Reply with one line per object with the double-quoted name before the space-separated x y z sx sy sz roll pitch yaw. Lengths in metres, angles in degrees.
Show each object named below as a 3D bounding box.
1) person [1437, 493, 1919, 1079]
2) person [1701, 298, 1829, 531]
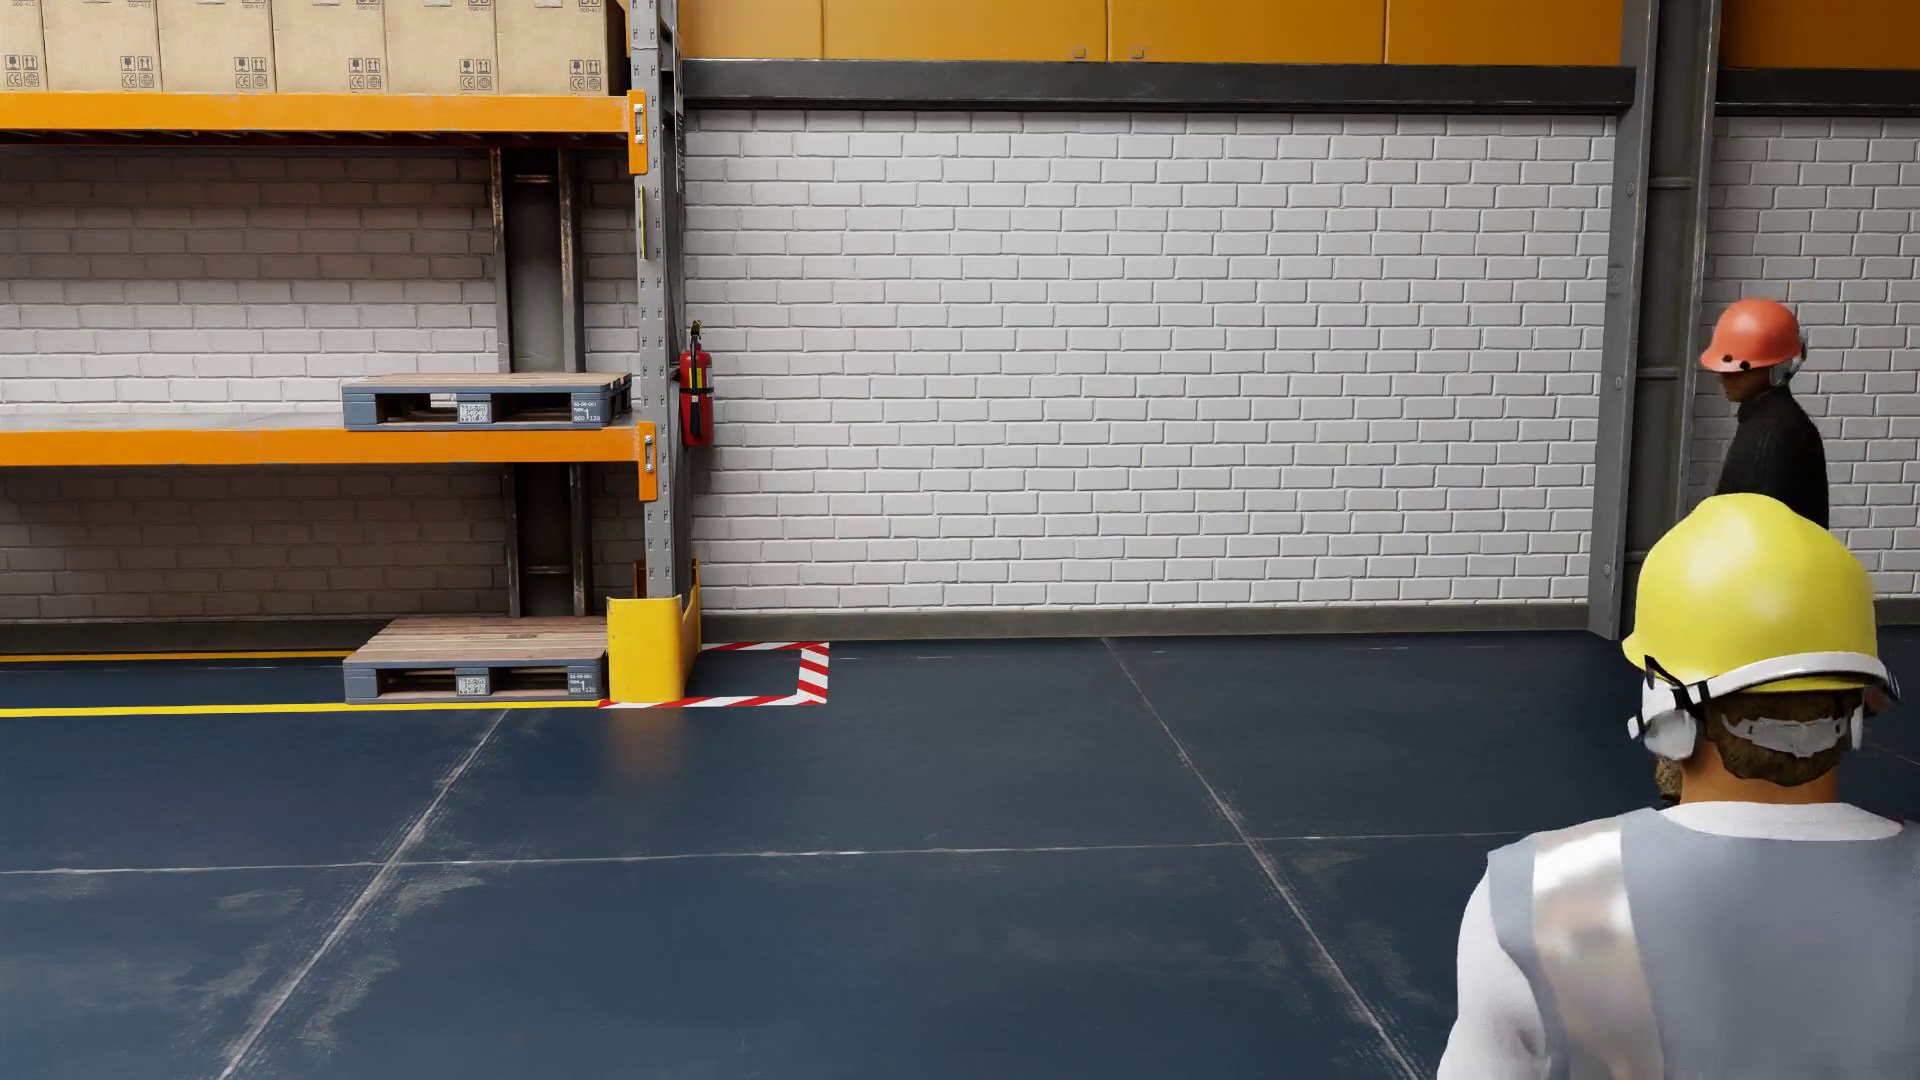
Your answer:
"person" 0.780 0.853 1.726 0.610 1.810 0.761 1 9 6
"person" 2.595 0.195 5.434 0.393 1.956 0.875 4 10 25
